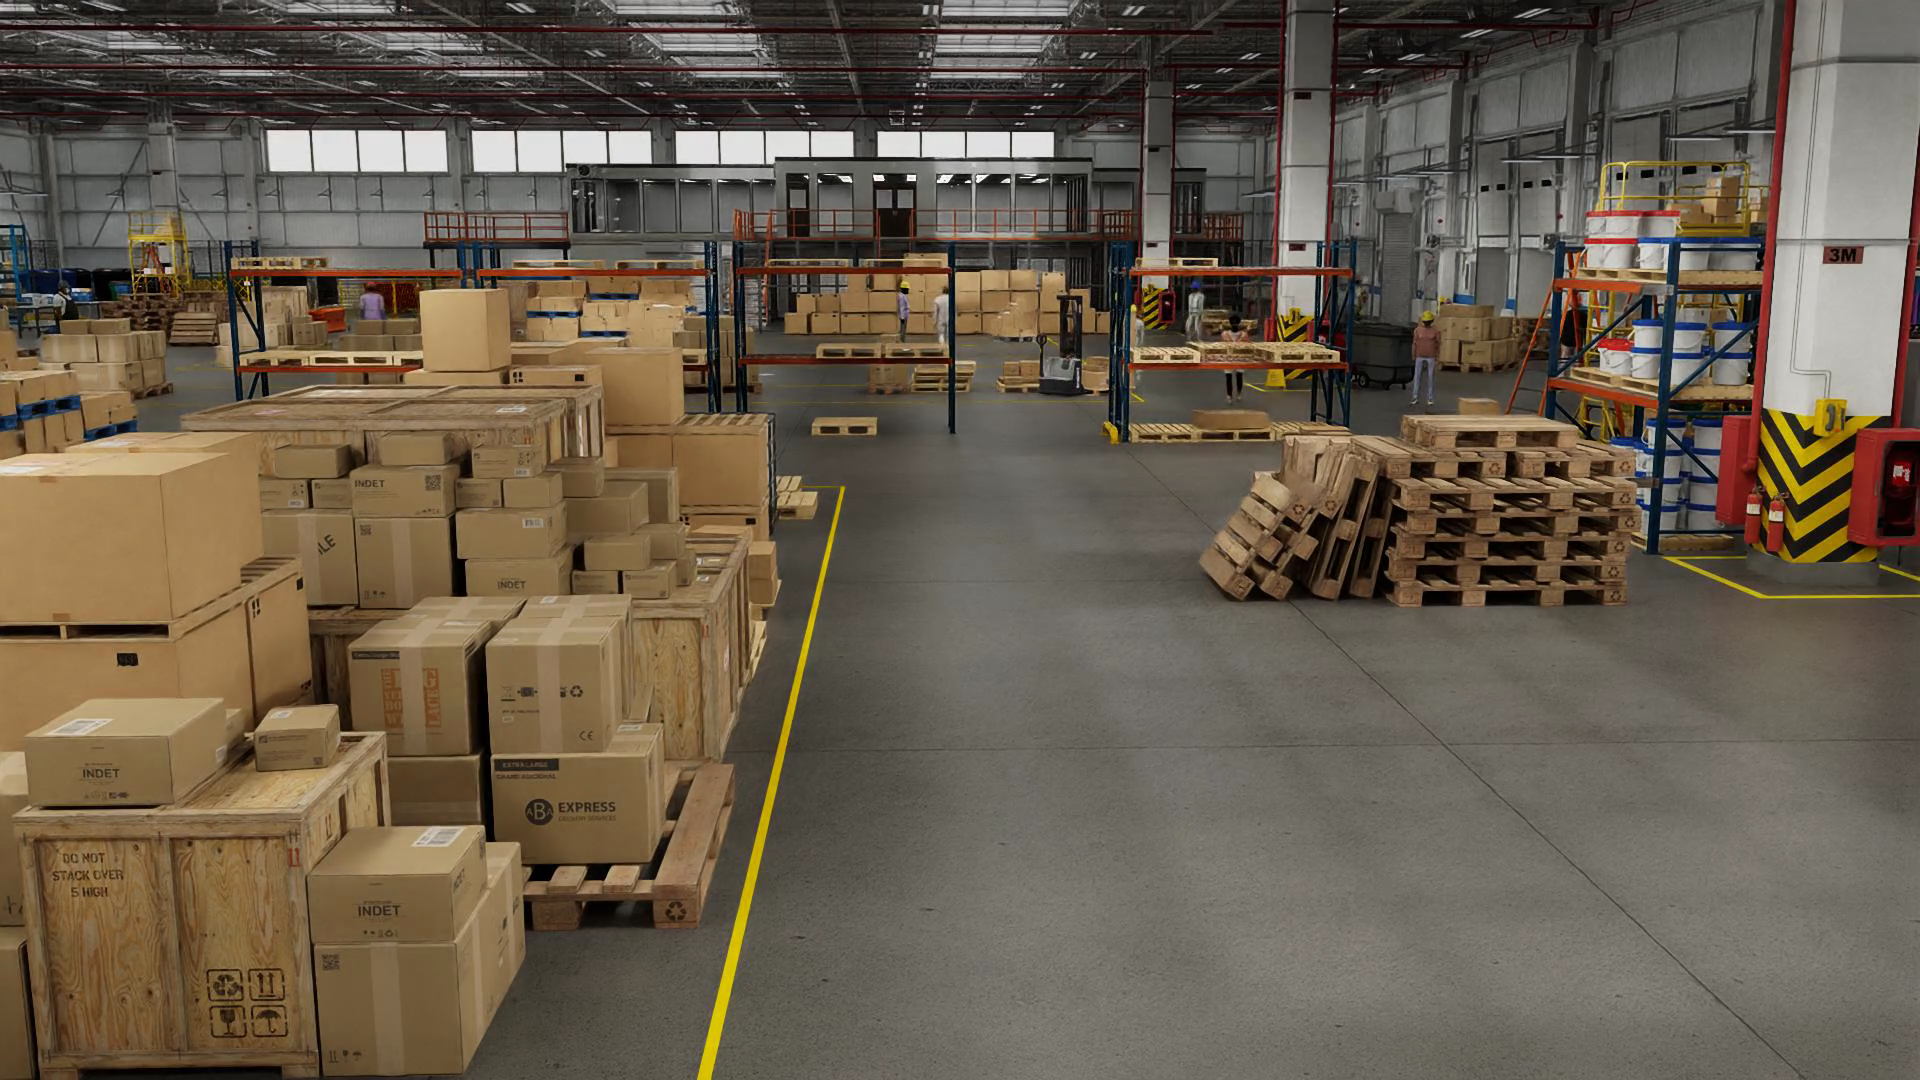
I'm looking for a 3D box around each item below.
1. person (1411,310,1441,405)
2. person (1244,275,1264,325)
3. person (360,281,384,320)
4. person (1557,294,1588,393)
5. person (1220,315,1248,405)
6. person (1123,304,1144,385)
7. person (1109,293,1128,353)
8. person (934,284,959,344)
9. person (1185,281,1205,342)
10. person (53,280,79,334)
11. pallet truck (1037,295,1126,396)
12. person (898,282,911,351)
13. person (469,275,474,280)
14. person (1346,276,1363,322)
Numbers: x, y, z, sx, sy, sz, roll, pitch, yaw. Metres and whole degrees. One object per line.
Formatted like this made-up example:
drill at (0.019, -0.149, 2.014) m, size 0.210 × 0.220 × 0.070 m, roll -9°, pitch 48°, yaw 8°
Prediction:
person at (8.702, -3.402, 31.064) m, size 0.524 × 1.760 × 0.326 m, roll 4°, pitch 11°, yaw 22°
person at (10.758, -8.843, 60.867) m, size 0.640 × 1.944 × 1.024 m, roll -8°, pitch 13°, yaw -39°
person at (-15.778, -5.960, 44.693) m, size 0.616 × 1.999 × 1.030 m, roll -5°, pitch 11°, yaw -27°
person at (12.307, -3.940, 33.401) m, size 0.621 × 1.989 × 0.398 m, roll 1°, pitch 10°, yaw 6°
person at (5.089, -3.345, 30.975) m, size 0.539 × 1.682 × 0.439 m, roll 2°, pitch 10°, yaw 13°
person at (3.608, -4.081, 34.915) m, size 0.498 × 1.728 × 0.360 m, roll -1°, pitch 10°, yaw -5°
person at (3.519, -4.517, 36.842) m, size 0.588 × 1.916 × 0.417 m, roll -8°, pitch 13°, yaw -38°
person at (-0.355, -5.683, 43.296) m, size 0.654 × 1.926 × 0.435 m, roll 0°, pitch 10°, yaw 2°
person at (6.613, -6.330, 46.911) m, size 0.612 × 1.926 × 0.616 m, roll -9°, pitch 14°, yaw -41°
person at (-23.299, -5.762, 43.420) m, size 0.536 × 2.000 × 0.681 m, roll 0°, pitch 10°, yaw -2°
pallet truck at (2.483, -3.881, 33.060) m, size 1.885 × 1.965 × 0.823 m, roll -7°, pitch 13°, yaw -36°
person at (-1.547, -6.229, 46.339) m, size 0.372 × 1.925 × 0.595 m, roll 1°, pitch 10°, yaw 6°
person at (-18.776, -9.368, 64.063) m, size 0.575 × 1.840 × 0.925 m, roll 1°, pitch 10°, yaw 8°
person at (13.510, -8.089, 56.846) m, size 1.014 × 1.888 × 0.566 m, roll 7°, pitch 12°, yaw 34°
